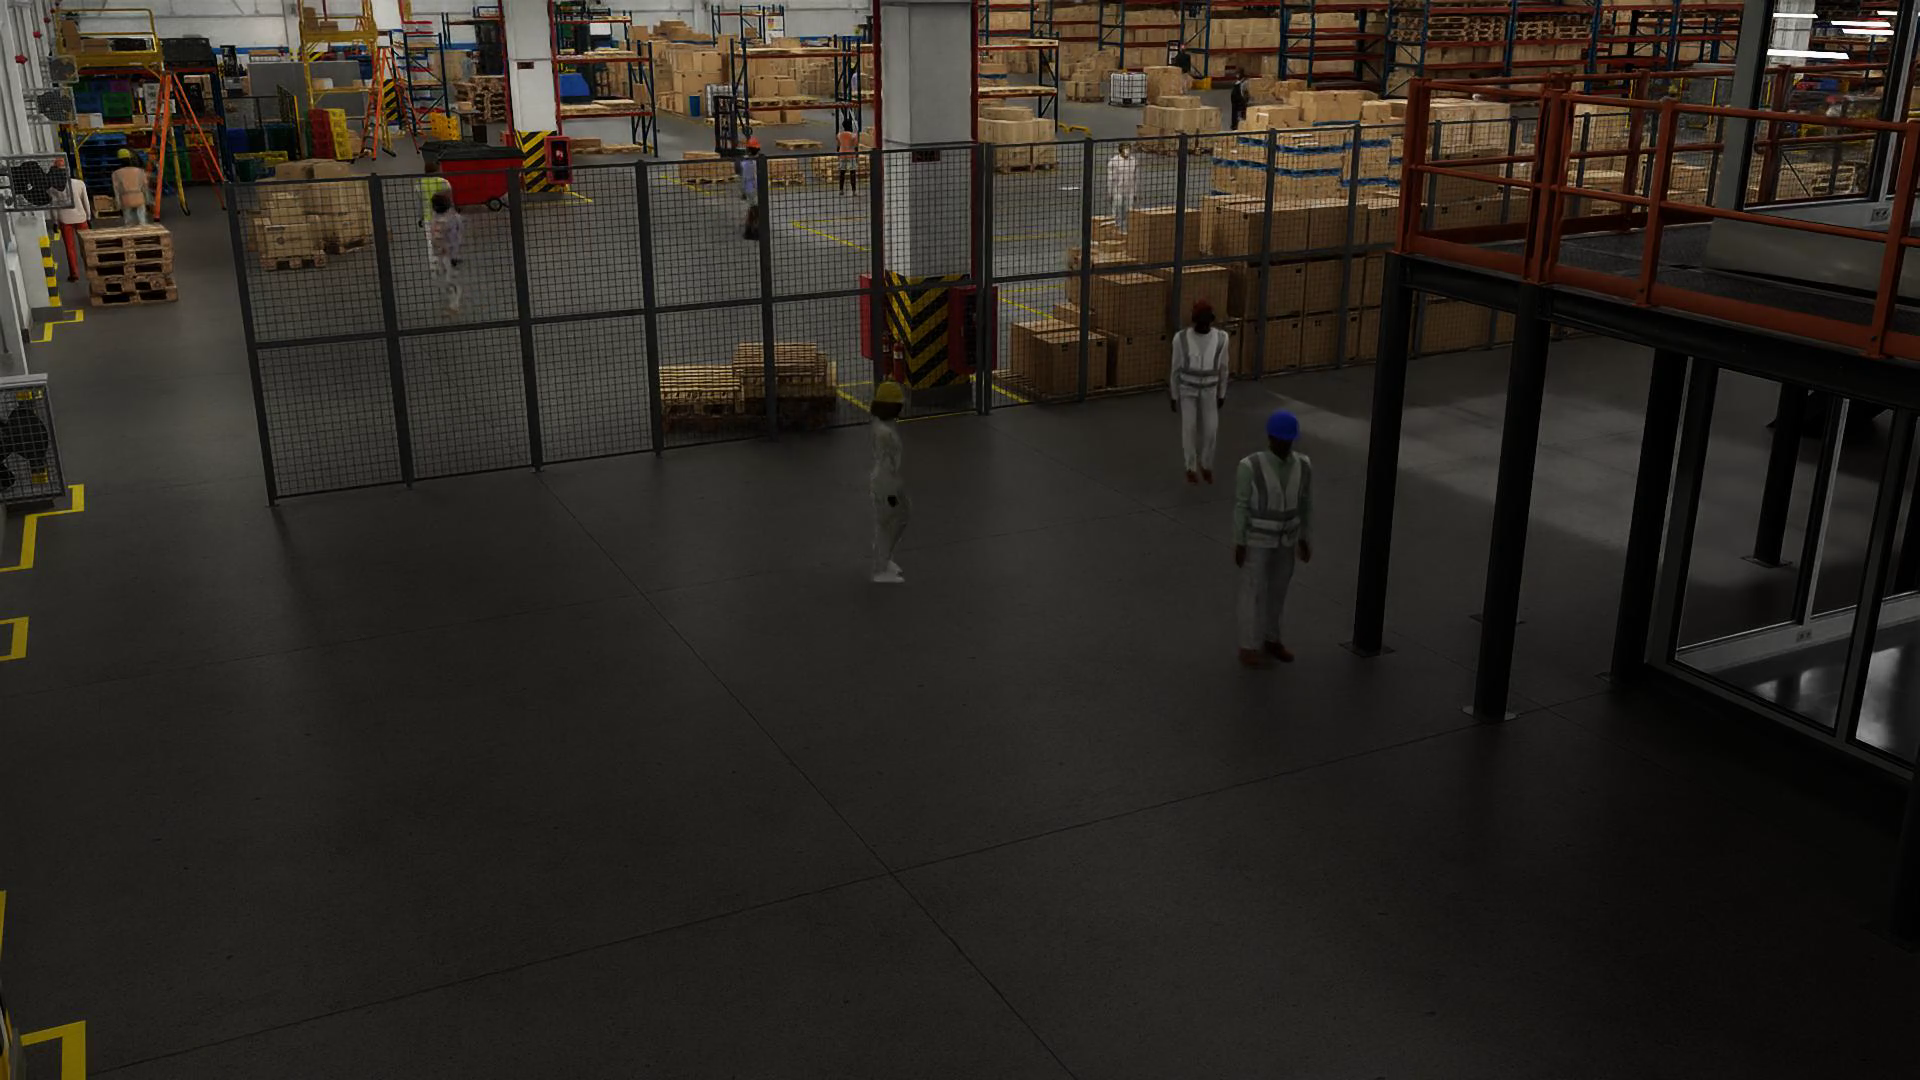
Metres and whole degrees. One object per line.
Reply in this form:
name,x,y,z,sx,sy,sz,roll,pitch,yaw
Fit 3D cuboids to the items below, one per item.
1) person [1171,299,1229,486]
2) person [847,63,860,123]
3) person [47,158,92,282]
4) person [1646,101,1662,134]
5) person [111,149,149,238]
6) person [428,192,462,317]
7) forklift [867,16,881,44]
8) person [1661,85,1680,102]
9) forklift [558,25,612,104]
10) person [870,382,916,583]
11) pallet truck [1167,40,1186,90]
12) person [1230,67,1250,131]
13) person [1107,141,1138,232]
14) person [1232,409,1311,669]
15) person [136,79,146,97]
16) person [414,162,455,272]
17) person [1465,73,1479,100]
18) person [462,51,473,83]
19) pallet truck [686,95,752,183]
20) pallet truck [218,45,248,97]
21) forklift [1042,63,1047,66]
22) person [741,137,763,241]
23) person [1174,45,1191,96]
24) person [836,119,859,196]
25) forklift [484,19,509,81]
person,2.351,-1.434,16.354,0.579,1.864,0.505,0,19,0
person,-3.516,-14.706,54.766,0.433,1.913,0.587,4,19,12
person,-14.490,-5.215,27.124,0.611,1.996,0.379,-17,26,-41
person,17.060,-9.843,40.822,0.533,1.815,1.005,-4,20,-13
person,-14.697,-5.977,29.515,0.591,1.876,0.982,-13,23,-33
person,-7.547,-4.187,24.417,0.627,1.820,0.432,12,22,31
forklift,-3.723,-22.350,75.459,1.129,2.768,1.873,-9,21,-25
person,19.894,-11.891,46.775,0.588,1.798,0.840,-3,19,-9
forklift,-14.229,-17.863,62.452,1.873,2.768,1.129,-9,21,-25
person,-0.573,-0.469,13.766,0.397,1.727,0.505,2,19,5
pallet truck,9.045,-19.971,69.895,0.823,1.965,1.885,-3,19,-8
person,8.715,-13.586,51.321,0.788,2.000,0.694,-8,20,-21
person,2.980,-6.333,30.450,0.627,1.941,0.370,-10,21,-27
person,2.269,-0.013,12.120,0.612,1.944,0.407,-7,20,-18
person,-25.215,-13.419,51.460,0.524,1.632,0.323,8,21,23
person,-8.791,-5.408,27.917,0.621,1.845,0.429,-5,20,-15
person,15.498,-13.240,50.584,0.993,1.863,0.609,13,23,34
person,-18.564,-17.608,63.207,0.631,1.892,0.959,14,23,34
pallet truck,-5.836,-9.608,39.856,0.823,1.965,1.885,10,22,27
pallet truck,-28.879,-18.665,66.111,0.823,1.965,1.885,-3,19,-9
forklift,4.769,-25.724,85.239,1.873,2.768,1.129,-9,21,-25
person,-3.806,-6.559,31.139,0.658,1.913,0.582,7,20,19
person,8.856,-18.727,66.359,0.616,1.937,1.041,0,19,0
person,-2.530,-8.608,37.425,0.533,1.690,0.321,4,19,11
forklift,-19.457,-20.362,69.696,1.129,2.768,1.873,14,23,35
